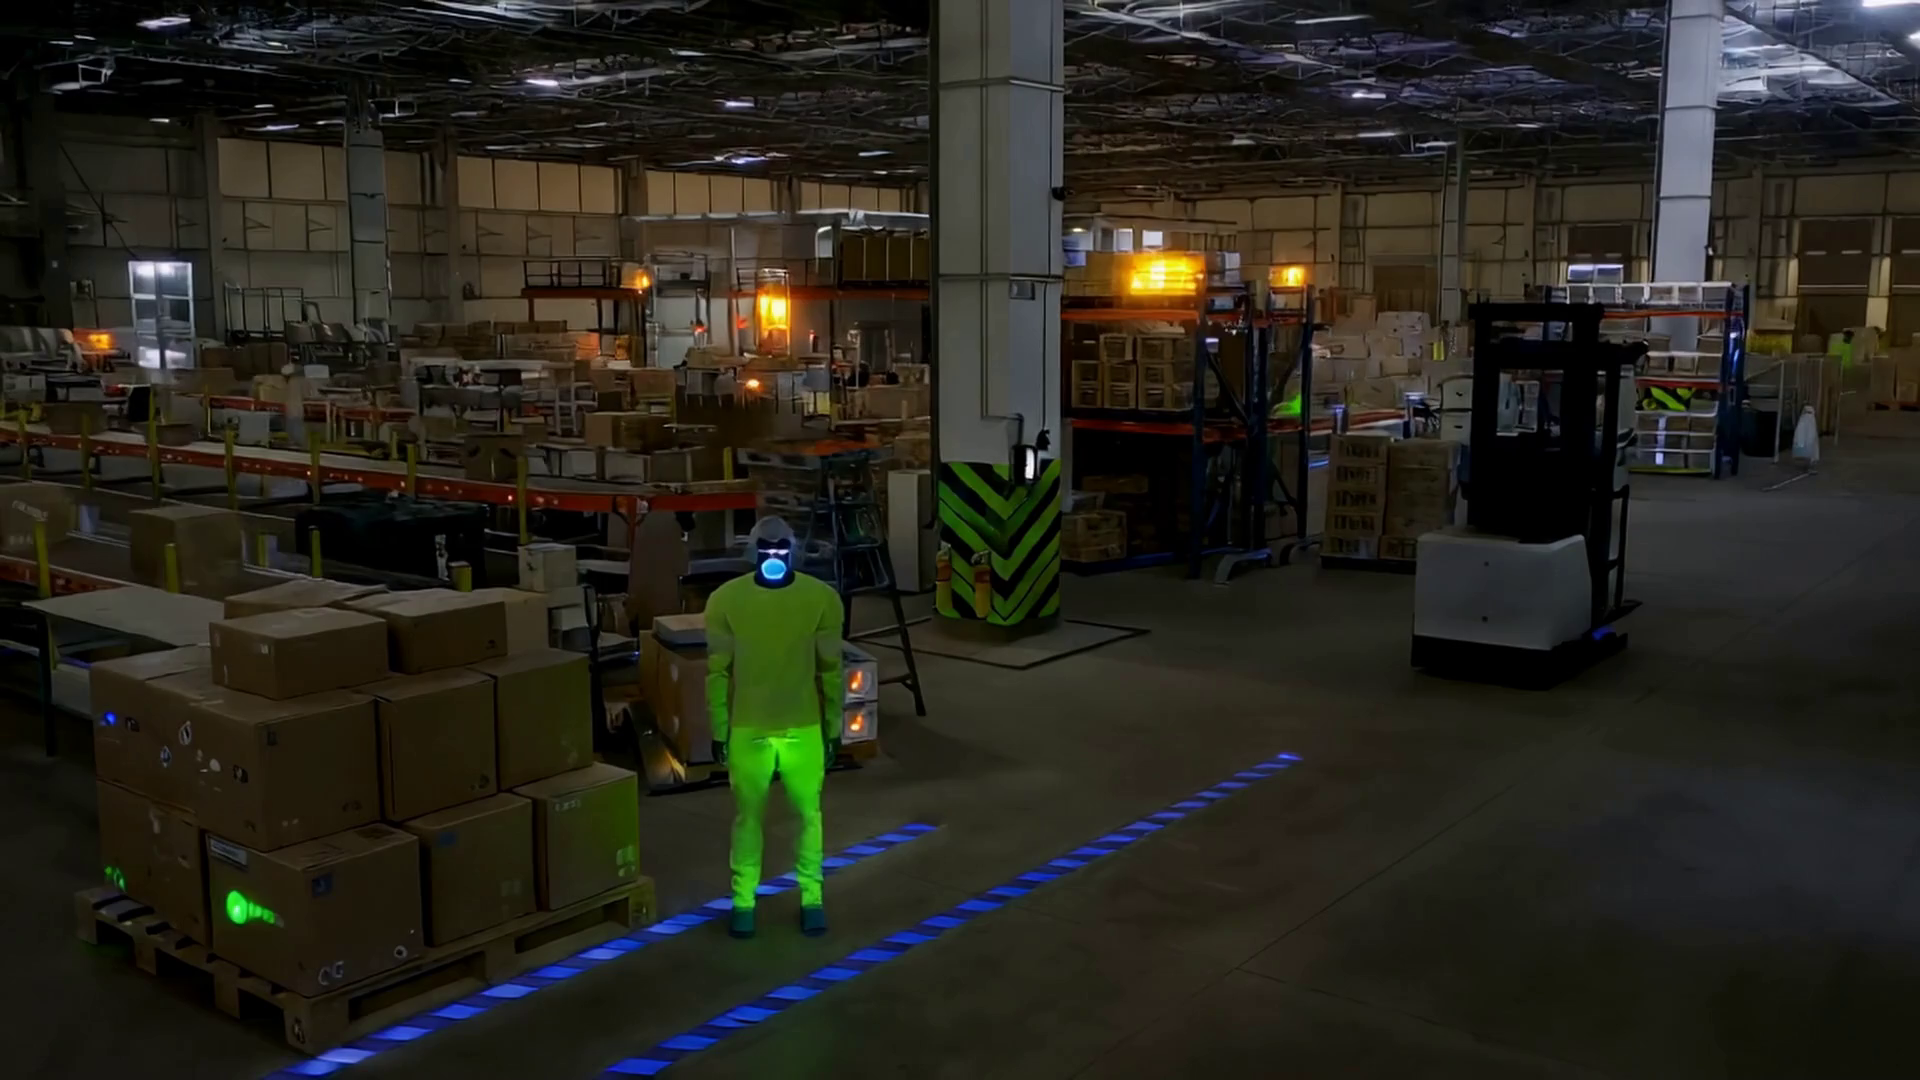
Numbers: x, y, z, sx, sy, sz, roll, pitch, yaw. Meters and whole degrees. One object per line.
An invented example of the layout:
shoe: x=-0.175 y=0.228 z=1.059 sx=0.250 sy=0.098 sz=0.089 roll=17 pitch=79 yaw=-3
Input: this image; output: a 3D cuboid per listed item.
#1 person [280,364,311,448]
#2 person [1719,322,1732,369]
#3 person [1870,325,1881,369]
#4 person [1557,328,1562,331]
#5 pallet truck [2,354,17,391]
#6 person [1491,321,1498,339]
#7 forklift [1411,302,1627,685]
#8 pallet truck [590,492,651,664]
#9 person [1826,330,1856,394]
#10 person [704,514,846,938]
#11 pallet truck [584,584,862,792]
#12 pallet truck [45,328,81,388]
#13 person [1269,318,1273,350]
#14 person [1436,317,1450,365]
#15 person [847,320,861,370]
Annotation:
person: x=-11.068 y=-2.077 z=27.794 sx=0.858 sy=1.721 sz=0.528 roll=-1 pitch=8 yaw=-6
person: x=29.127 y=-7.427 z=63.555 sx=0.802 sy=1.816 sz=0.630 roll=7 pitch=11 yaw=39
person: x=35.283 y=-7.444 z=64.047 sx=0.315 sy=1.696 sz=0.541 roll=6 pitch=10 yaw=36
person: x=15.469 y=-4.508 z=43.107 sx=0.710 sy=2.000 sz=0.929 roll=-3 pitch=9 yaw=-18
pallet truck: x=-24.881 y=-4.417 z=42.634 sx=1.885 sy=1.965 sz=0.823 roll=8 pitch=11 yaw=41
person: x=18.485 y=-6.694 z=58.102 sx=0.626 sy=1.952 sz=0.877 roll=1 pitch=9 yaw=10
forklift: x=4.379 y=-0.438 z=12.852 sx=1.129 sy=2.768 sz=1.873 roll=7 pitch=11 yaw=37
pallet truck: x=-3.115 y=0.344 z=12.883 sx=0.653 sy=1.274 sz=1.630 roll=7 pitch=11 yaw=37
person: x=25.445 y=-5.123 z=47.913 sx=0.735 sy=1.849 sz=0.522 roll=0 pitch=8 yaw=0
person: x=-0.825 y=0.836 z=7.475 sx=0.625 sy=1.931 sz=0.378 roll=-1 pitch=8 yaw=-5
pallet truck: x=-1.426 y=0.805 z=10.019 sx=1.601 sy=1.201 sz=0.680 roll=-4 pitch=9 yaw=-26
pallet truck: x=-23.775 y=-4.544 z=43.495 sx=1.885 sy=1.965 sz=0.823 roll=6 pitch=10 yaw=35
person: x=15.864 y=-10.590 z=84.835 sx=0.632 sy=1.824 sz=0.549 roll=-1 pitch=8 yaw=-7
person: x=19.621 y=-8.081 z=67.559 sx=0.377 sy=1.933 sz=0.628 roll=-5 pitch=10 yaw=-32
person: x=-3.994 y=-7.318 z=62.573 sx=0.584 sy=1.882 sz=0.337 roll=-7 pitch=11 yaw=-38
